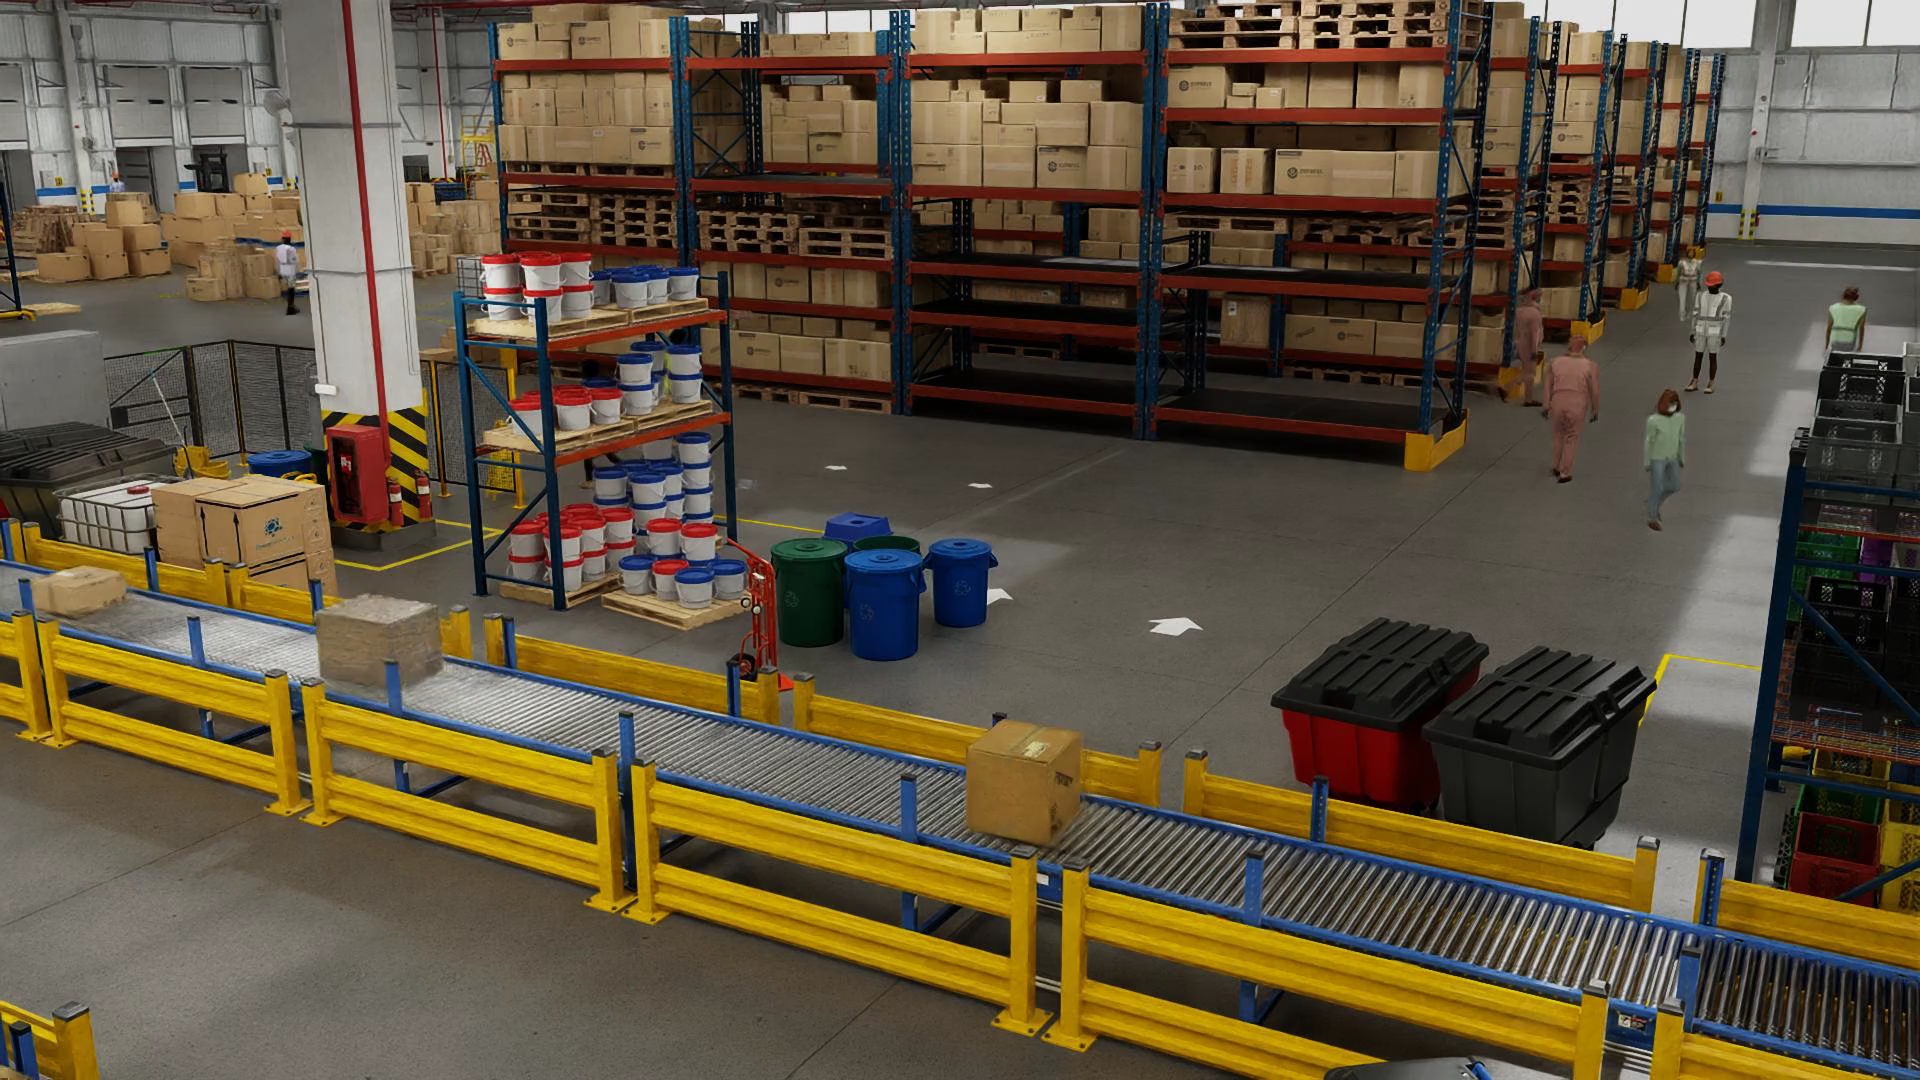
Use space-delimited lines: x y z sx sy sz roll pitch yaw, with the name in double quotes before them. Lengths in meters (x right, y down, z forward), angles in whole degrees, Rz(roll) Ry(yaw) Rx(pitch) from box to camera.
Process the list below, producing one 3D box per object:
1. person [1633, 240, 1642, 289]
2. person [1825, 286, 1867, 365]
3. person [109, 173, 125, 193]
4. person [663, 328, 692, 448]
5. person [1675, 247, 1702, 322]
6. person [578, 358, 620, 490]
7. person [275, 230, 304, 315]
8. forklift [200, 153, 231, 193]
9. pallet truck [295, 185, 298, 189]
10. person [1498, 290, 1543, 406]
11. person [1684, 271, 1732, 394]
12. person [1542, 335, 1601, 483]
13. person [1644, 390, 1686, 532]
"person" 16.724 -6.893 41.488 0.501 1.591 0.839 -11 18 -36
"person" 14.541 -3.255 27.351 0.576 1.826 0.509 10 18 34
"person" -33.382 -13.579 65.952 0.547 1.937 0.379 -8 17 -29
"person" -3.980 -2.161 23.523 0.545 1.671 0.617 0 15 2
"person" 16.096 -5.661 36.785 0.522 1.629 0.531 5 16 17
"person" -4.500 -1.432 20.775 0.669 1.676 0.533 10 18 34
"person" -15.194 -6.090 37.856 0.550 1.914 0.722 7 16 24
"forklift" -27.439 -12.865 61.464 1.873 2.768 1.129 8 17 28
"pallet truck" -26.804 -14.617 69.738 1.885 1.965 0.823 -14 20 -42
"person" 8.992 -3.049 26.493 0.669 1.868 0.683 0 15 0
"person" 12.469 -3.455 27.711 0.387 2.034 0.605 -14 21 -43
"person" 7.903 -1.705 21.436 0.676 1.871 0.847 10 18 34
"person" 8.016 -0.910 18.930 0.534 1.621 0.375 -4 15 -16
